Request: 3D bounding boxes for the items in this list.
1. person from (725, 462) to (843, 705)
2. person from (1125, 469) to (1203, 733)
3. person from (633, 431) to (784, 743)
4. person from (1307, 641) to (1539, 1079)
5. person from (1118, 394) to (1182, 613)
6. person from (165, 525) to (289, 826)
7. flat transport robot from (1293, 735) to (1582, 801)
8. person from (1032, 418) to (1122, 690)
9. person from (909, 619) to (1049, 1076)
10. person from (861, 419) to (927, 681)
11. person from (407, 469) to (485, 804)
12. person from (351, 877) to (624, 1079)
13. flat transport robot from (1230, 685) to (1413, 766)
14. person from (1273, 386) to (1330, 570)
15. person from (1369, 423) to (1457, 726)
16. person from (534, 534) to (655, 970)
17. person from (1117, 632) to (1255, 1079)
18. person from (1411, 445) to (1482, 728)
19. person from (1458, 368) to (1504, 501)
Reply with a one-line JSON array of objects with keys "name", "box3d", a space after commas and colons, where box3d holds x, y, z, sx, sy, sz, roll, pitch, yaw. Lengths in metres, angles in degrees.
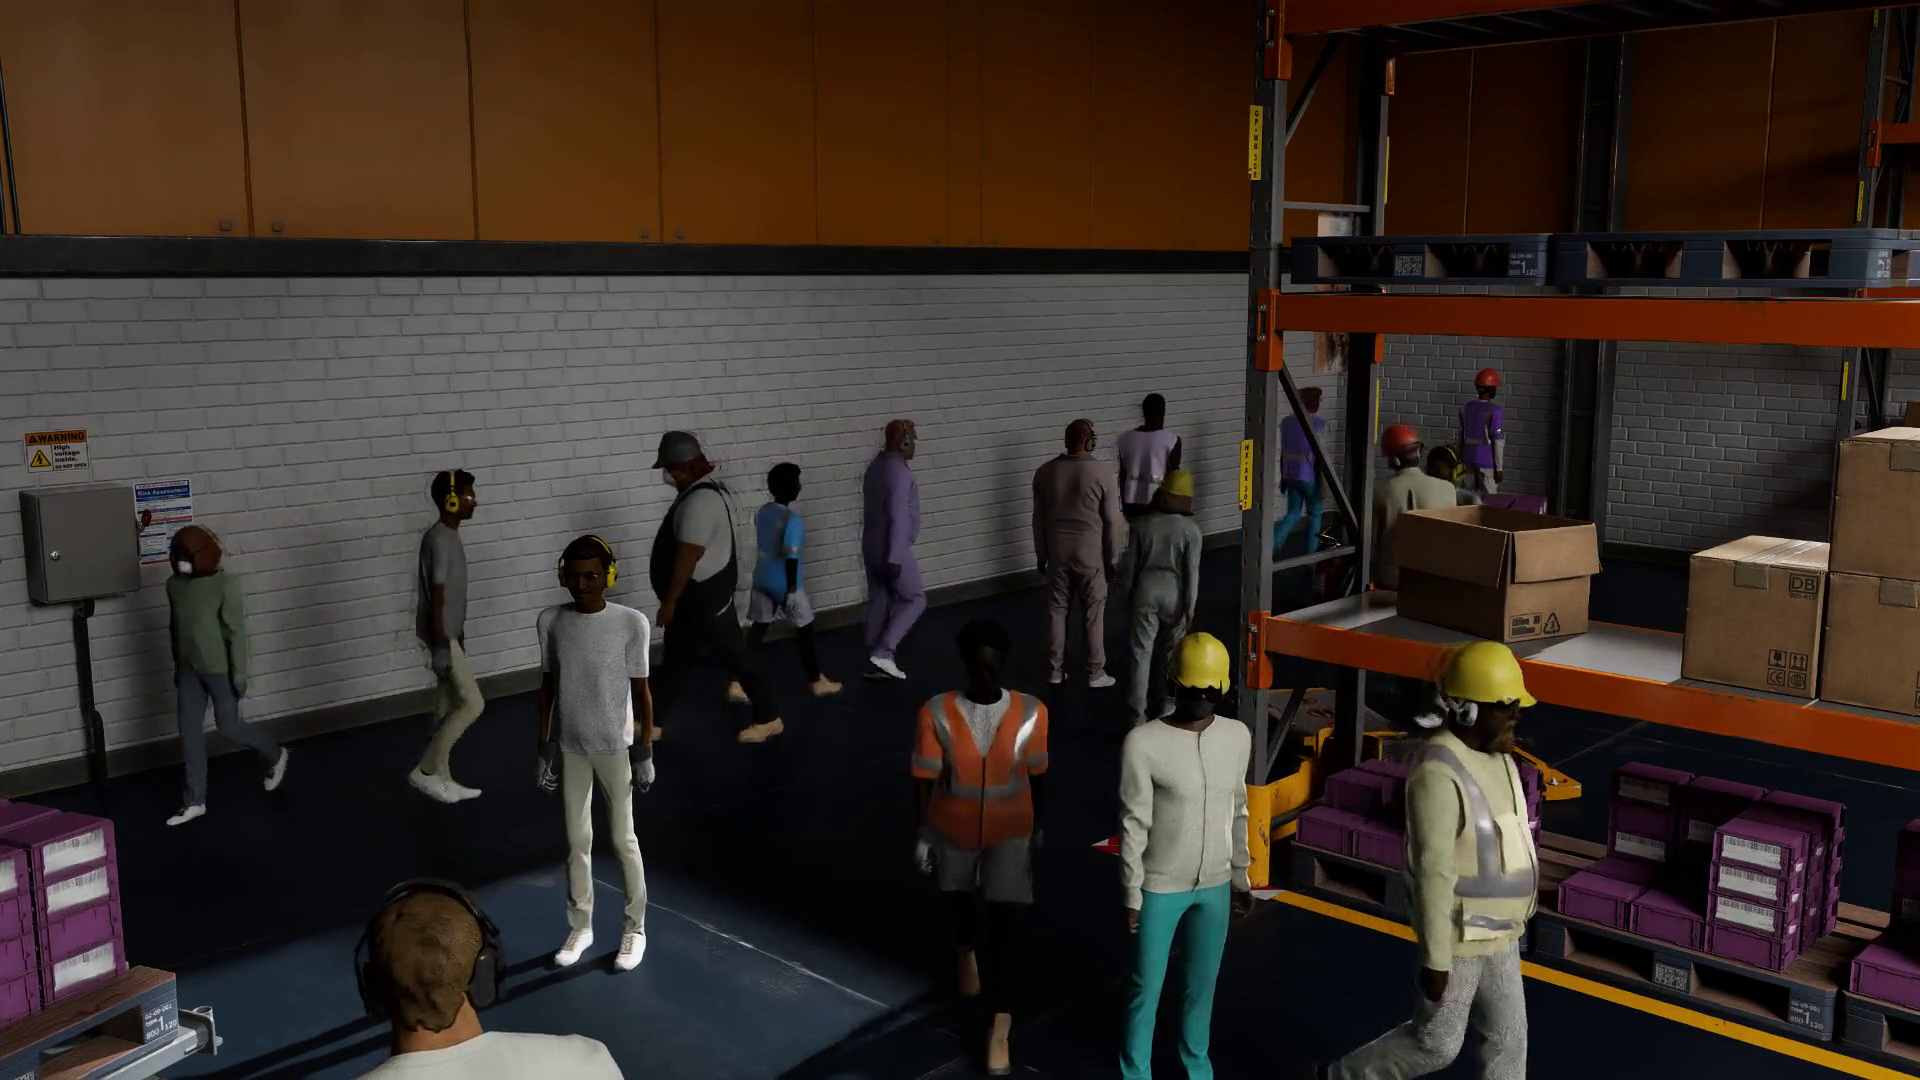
[{"name": "person", "box3d": [-1.235, 0.297, 11.281, 0.862, 1.654, 0.537, -8, 12, -40]}, {"name": "person", "box3d": [1.278, 0.399, 10.565, 0.514, 1.695, 0.881, 3, 10, 16]}, {"name": "person", "box3d": [-1.603, 0.264, 10.292, 1.073, 2.000, 0.690, -2, 9, -13]}, {"name": "person", "box3d": [1.557, 1.193, 5.318, 0.792, 1.807, 0.602, 7, 12, 37]}, {"name": "person", "box3d": [1.680, -0.311, 14.273, 0.626, 1.884, 0.868, 6, 11, 31]}, {"name": "person", "box3d": [-4.016, 0.692, 9.019, 0.514, 1.614, 0.670, 3, 10, 19]}, {"name": "flat transport robot", "box3d": [2.670, 1.300, 9.356, 1.431, 0.197, 0.652, -2, 9, -10]}, {"name": "person", "box3d": [0.839, 0.097, 11.727, 0.649, 1.906, 0.401, 4, 10, 26]}, {"name": "person", "box3d": [0.077, 1.096, 6.403, 0.529, 1.644, 0.921, 0, 9, 2]}, {"name": "person", "box3d": [-0.496, 0.086, 11.855, 0.454, 1.883, 0.669, -5, 10, -26]}, {"name": "person", "box3d": [-2.809, 0.544, 9.120, 0.397, 1.859, 0.578, -2, 10, -14]}, {"name": "person", "box3d": [-0.867, 1.525, 2.886, 0.629, 1.937, 0.376, -6, 11, -33]}, {"name": "flat transport robot", "box3d": [2.221, 1.143, 10.313, 0.652, 0.197, 1.431, -2, 9, -10]}, {"name": "person", "box3d": [3.311, -0.586, 16.175, 0.717, 1.822, 0.579, -8, 12, -41]}, {"name": "person", "box3d": [2.899, 0.231, 10.735, 0.627, 1.964, 0.472, 0, 9, 2]}, {"name": "person", "box3d": [-1.545, 0.892, 7.016, 0.518, 1.862, 0.318, 2, 9, 11]}, {"name": "person", "box3d": [0.769, 1.168, 5.616, 0.522, 1.761, 0.327, -4, 10, -25]}, {"name": "person", "box3d": [3.125, 0.297, 10.778, 0.761, 1.822, 0.572, -5, 11, -30]}, {"name": "person", "box3d": [5.370, -0.794, 17.093, 0.361, 1.938, 0.545, -6, 11, -32]}]
